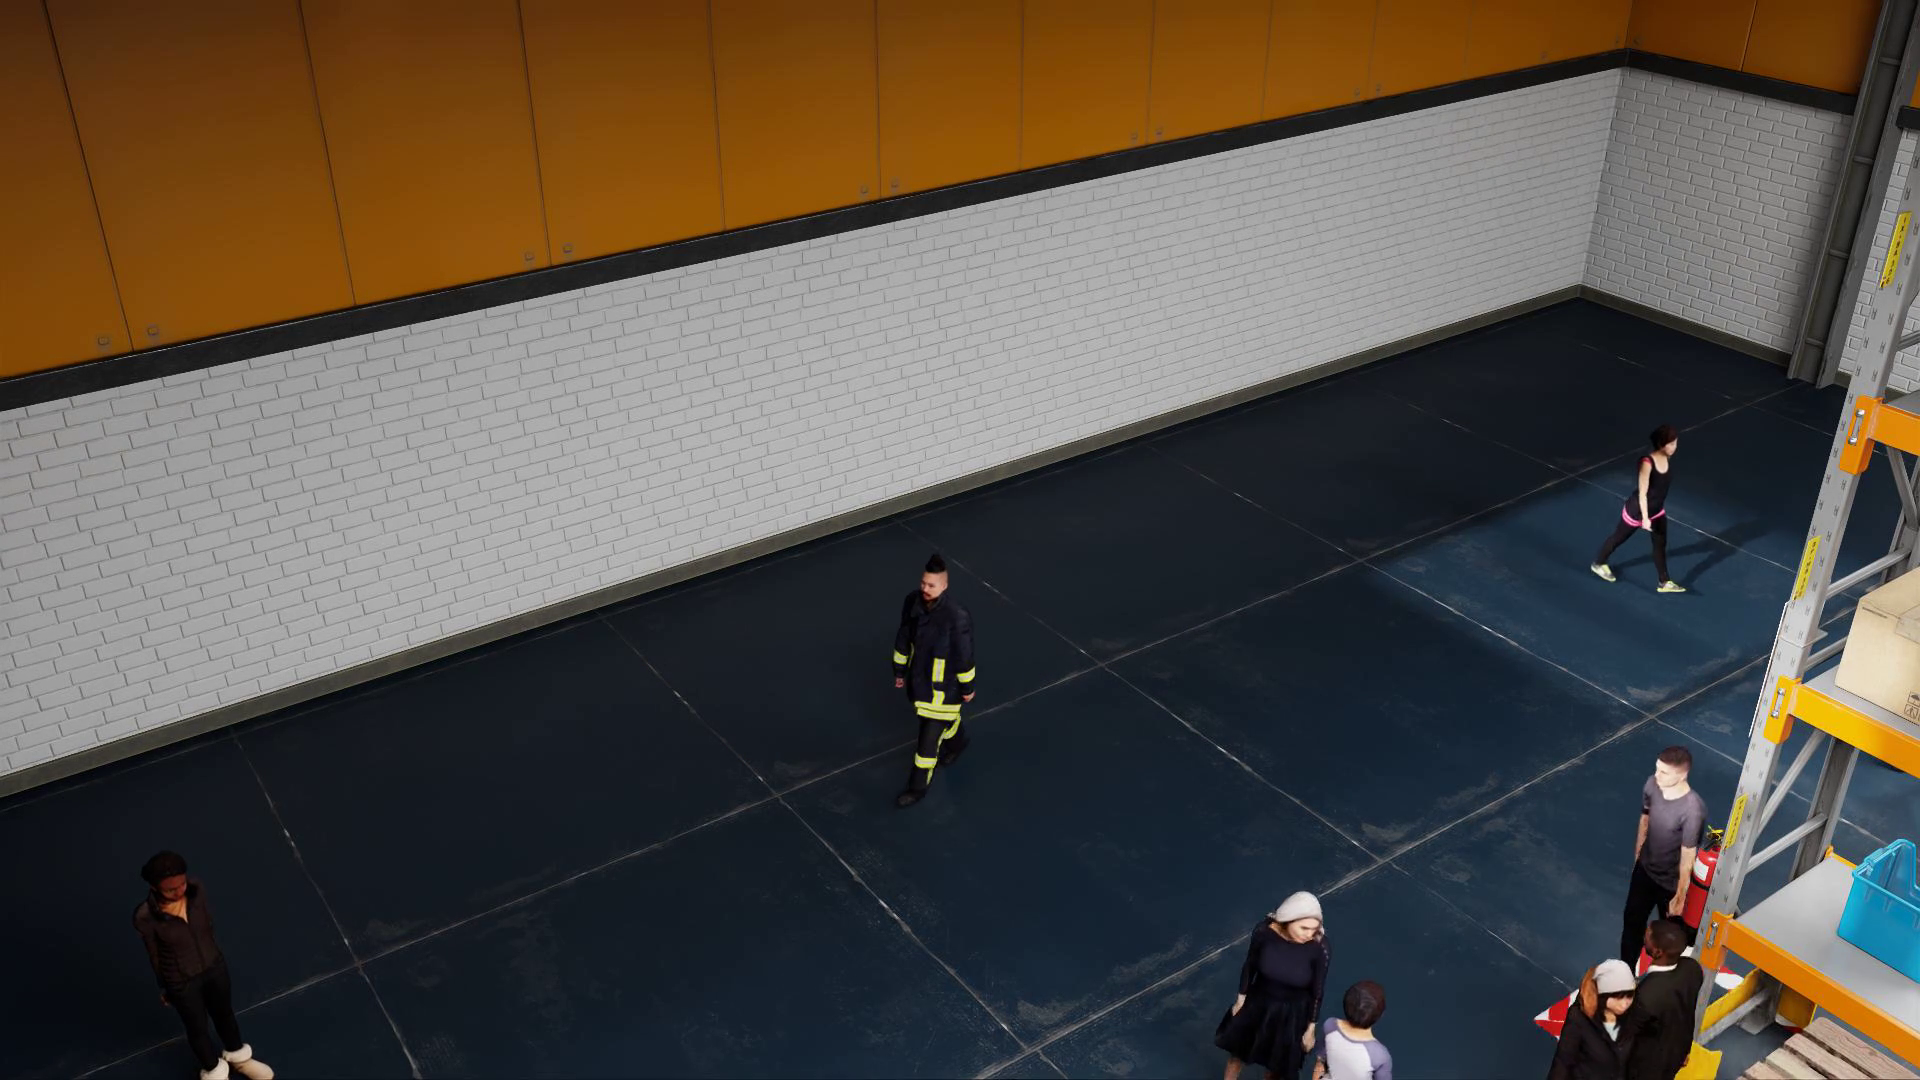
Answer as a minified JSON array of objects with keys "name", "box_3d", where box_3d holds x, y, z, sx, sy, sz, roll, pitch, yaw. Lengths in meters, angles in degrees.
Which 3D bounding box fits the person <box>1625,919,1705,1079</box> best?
[{"name":"person","box_3d":[3.573,2.714,8.447,0.692,1.776,0.830,-18,34,-30]}]

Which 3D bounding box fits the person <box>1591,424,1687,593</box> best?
[{"name":"person","box_3d":[5.775,-0.283,14.220,0.549,1.509,1.008,-18,33,-29]}]

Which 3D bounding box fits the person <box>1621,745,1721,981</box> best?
[{"name":"person","box_3d":[4.246,1.971,9.846,0.967,1.740,1.064,-10,30,-18]}]

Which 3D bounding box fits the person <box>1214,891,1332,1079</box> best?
[{"name":"person","box_3d":[1.656,2.520,8.872,0.744,1.710,0.913,22,36,35]}]

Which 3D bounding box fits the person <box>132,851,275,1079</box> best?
[{"name":"person","box_3d":[-4.241,2.379,9.184,0.733,1.659,0.673,21,35,33]}]

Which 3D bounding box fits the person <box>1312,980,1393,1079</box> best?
[{"name":"person","box_3d":[1.904,2.894,8.372,0.679,1.532,0.974,-21,35,-34]}]

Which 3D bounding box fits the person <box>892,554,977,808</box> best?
[{"name":"person","box_3d":[-0.120,0.916,11.692,1.177,1.826,1.026,21,35,34]}]

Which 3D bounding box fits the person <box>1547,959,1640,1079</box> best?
[{"name":"person","box_3d":[3.179,2.751,8.556,0.917,1.608,1.136,-5,29,-9]}]
